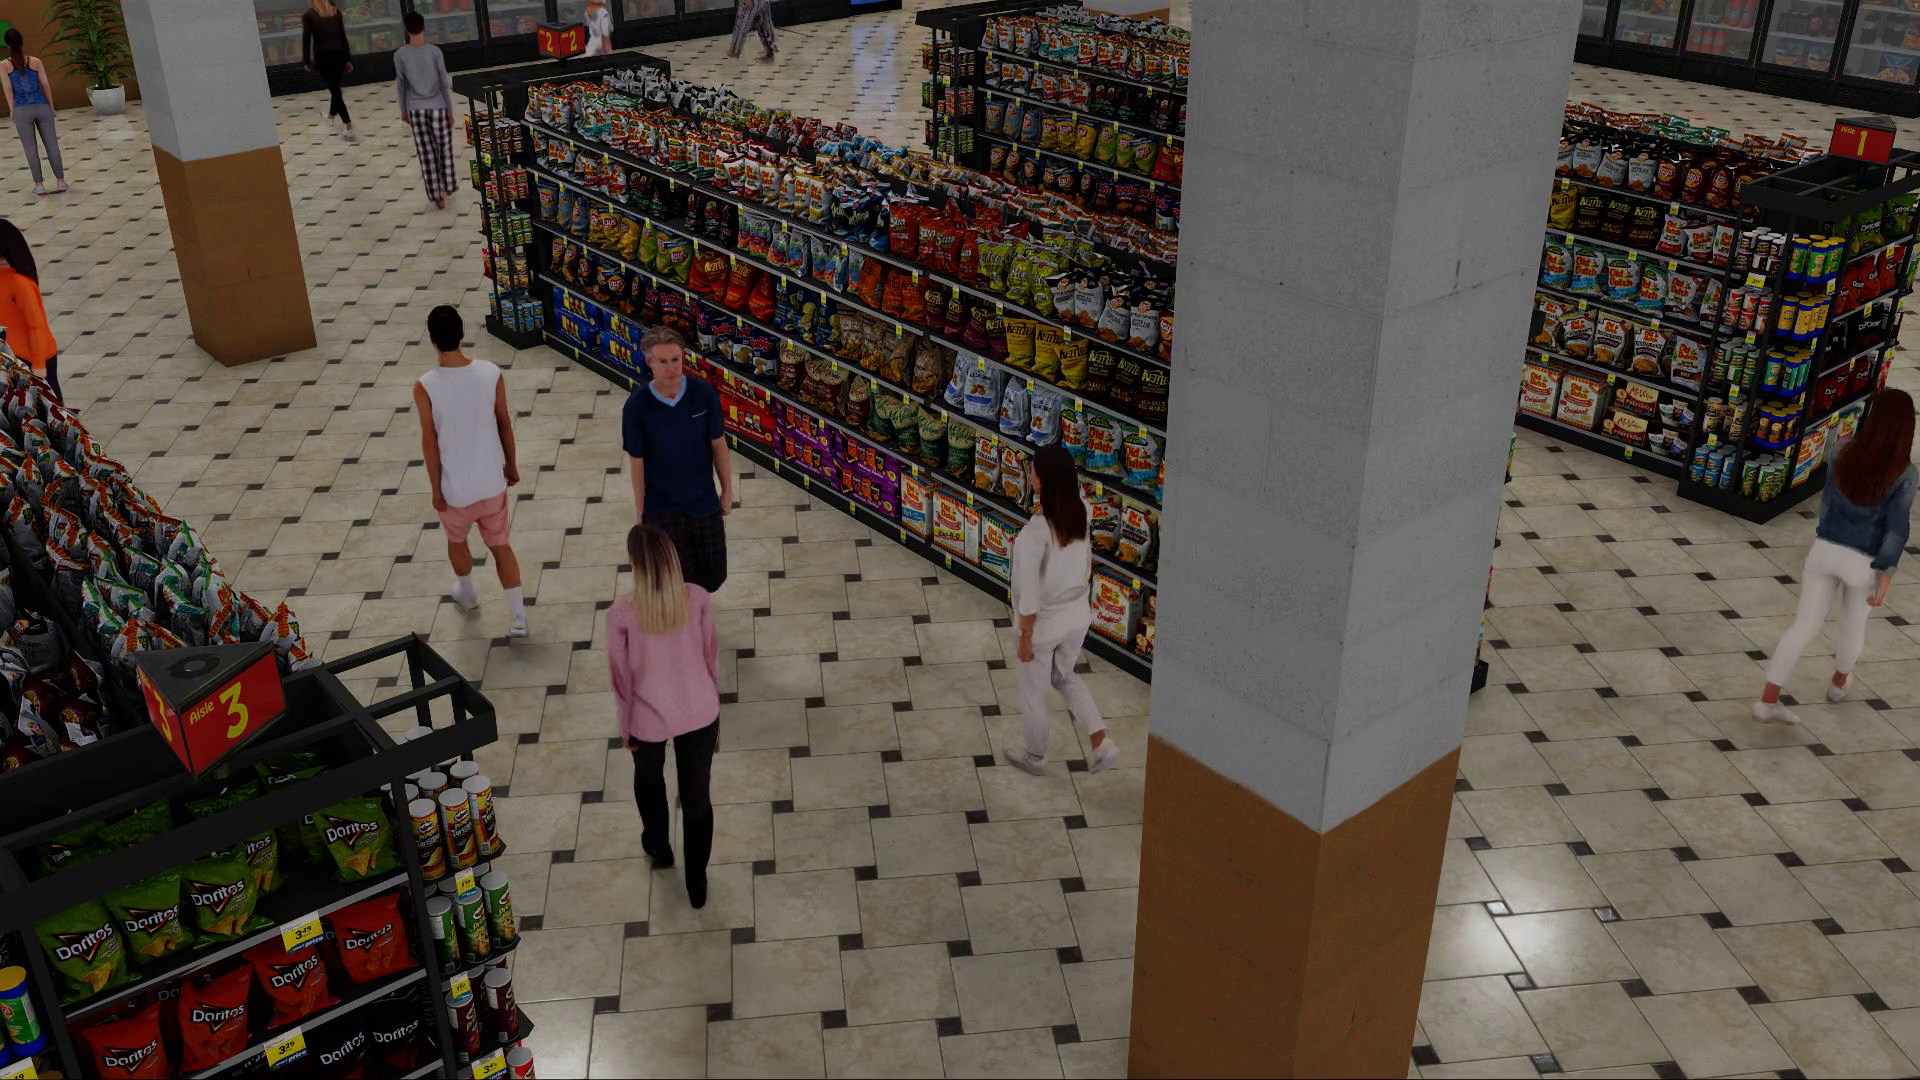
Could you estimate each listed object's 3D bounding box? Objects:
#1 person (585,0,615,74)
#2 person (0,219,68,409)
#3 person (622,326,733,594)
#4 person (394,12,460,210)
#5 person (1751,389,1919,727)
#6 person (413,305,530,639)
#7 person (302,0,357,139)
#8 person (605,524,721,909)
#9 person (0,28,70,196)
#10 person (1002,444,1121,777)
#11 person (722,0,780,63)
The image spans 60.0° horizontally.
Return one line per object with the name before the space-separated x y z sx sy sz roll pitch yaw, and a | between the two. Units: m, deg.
person | -4.083 -5.353 18.574 0.536 1.739 0.660 20 33 34
person | -5.707 -1.134 10.242 0.689 1.749 0.506 -24 35 -39
person | -1.412 -0.198 8.285 0.864 1.850 1.075 -10 29 -19
person | -5.124 -4.099 16.004 0.905 1.826 1.062 -7 28 -13
person | 4.117 0.147 7.812 0.701 1.662 0.988 -15 30 -27
person | -2.493 -0.282 8.558 0.750 1.754 1.157 -15 30 -26
person | -7.020 -5.325 18.612 0.686 1.655 1.092 -24 35 -39
person | -1.136 0.749 6.624 0.765 1.666 0.874 -7 28 -14
person | -9.257 -4.270 16.582 0.569 1.610 0.541 -19 32 -32
person | 0.467 0.368 7.359 0.872 1.680 0.656 24 35 38
person | -2.722 -7.295 22.519 1.189 1.634 0.954 13 30 24
